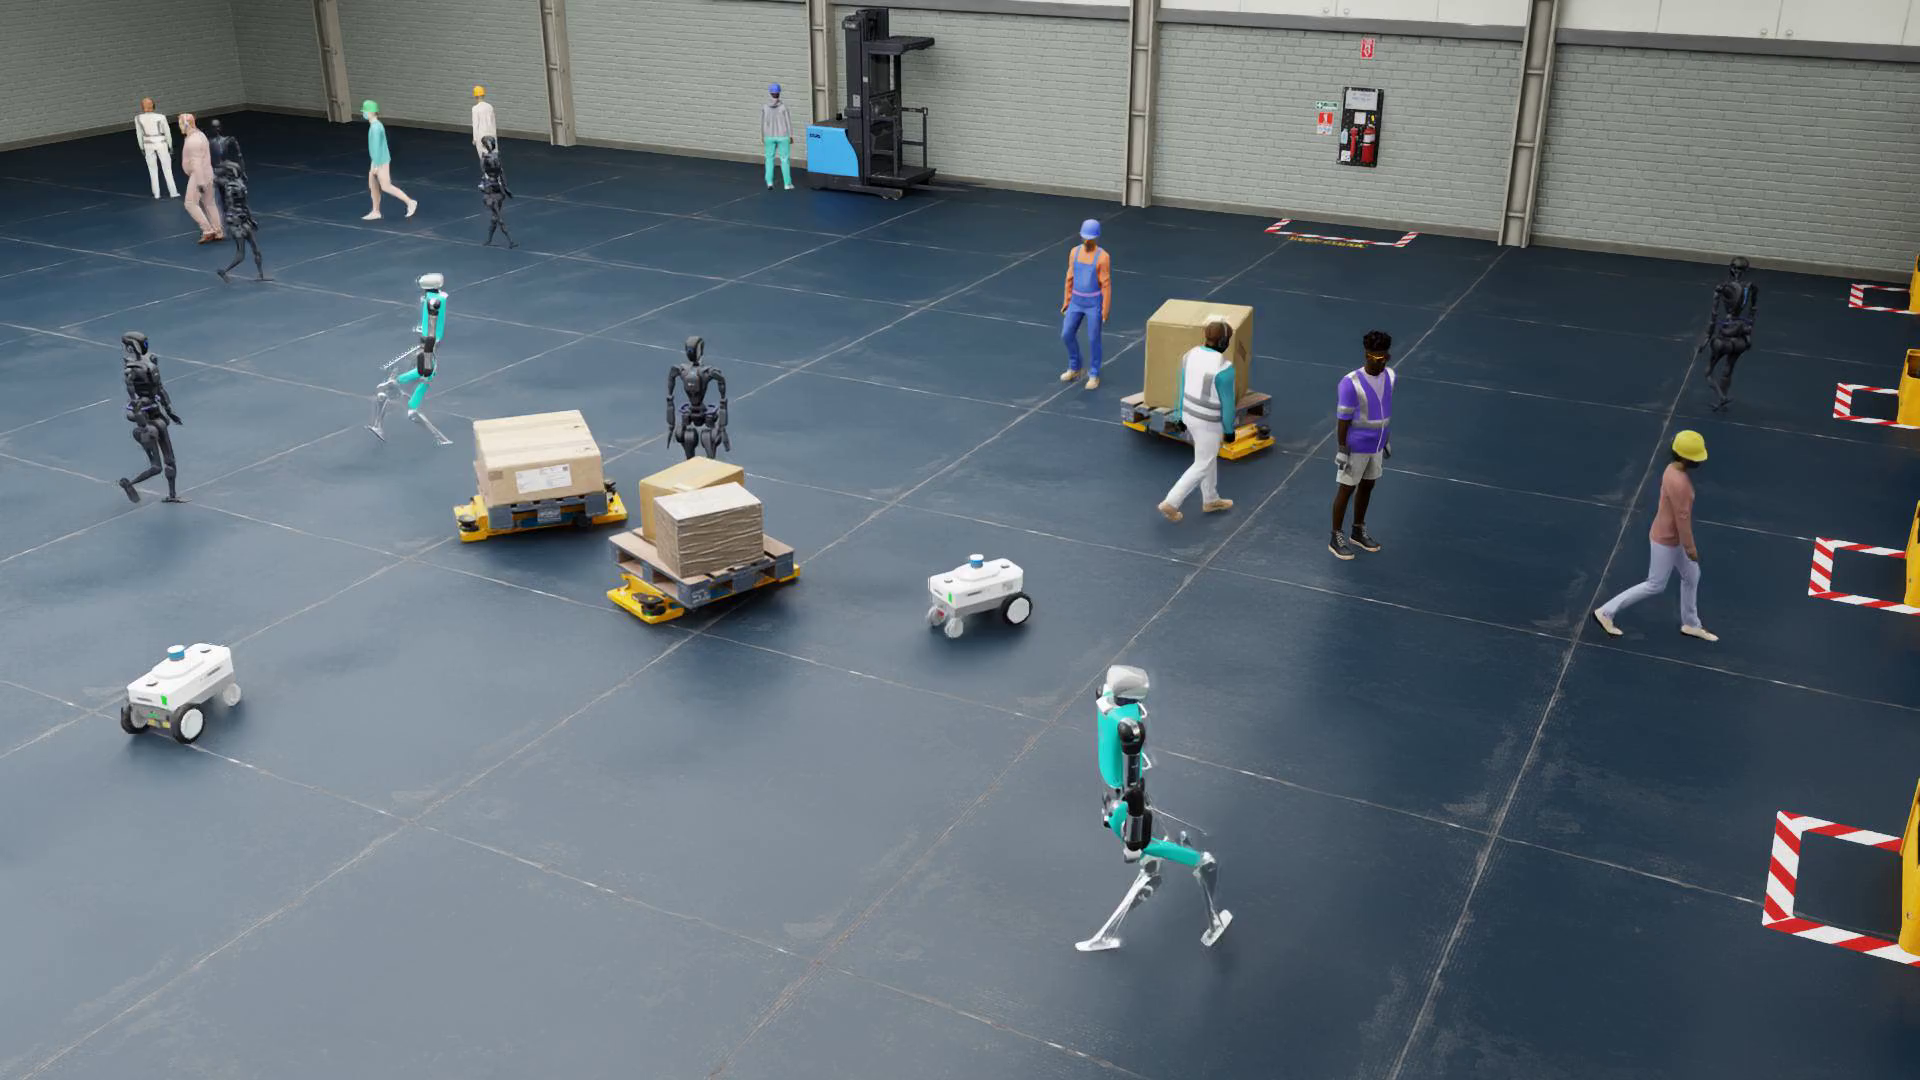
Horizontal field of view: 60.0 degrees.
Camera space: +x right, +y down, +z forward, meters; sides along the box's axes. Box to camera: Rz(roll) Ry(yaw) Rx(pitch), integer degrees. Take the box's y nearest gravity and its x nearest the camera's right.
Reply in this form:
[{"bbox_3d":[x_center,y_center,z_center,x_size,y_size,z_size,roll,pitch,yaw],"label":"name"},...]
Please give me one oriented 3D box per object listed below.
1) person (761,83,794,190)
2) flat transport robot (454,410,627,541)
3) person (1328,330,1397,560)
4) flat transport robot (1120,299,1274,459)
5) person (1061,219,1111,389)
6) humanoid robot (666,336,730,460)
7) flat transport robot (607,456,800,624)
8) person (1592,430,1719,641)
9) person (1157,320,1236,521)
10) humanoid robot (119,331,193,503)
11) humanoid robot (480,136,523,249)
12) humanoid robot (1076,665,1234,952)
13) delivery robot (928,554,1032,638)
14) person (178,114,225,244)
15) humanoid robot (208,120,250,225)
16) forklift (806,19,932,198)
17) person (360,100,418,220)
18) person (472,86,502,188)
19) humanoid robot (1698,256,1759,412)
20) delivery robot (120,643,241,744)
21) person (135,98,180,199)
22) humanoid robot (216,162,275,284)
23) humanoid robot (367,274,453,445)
[{"bbox_3d":[-3.089,-6.798,28.110,0.573,1.769,0.413,2,23,4],"label":"person"},{"bbox_3d":[-3.745,-0.280,14.815,1.431,0.231,0.659,-9,25,-19],"label":"flat transport robot"},{"bbox_3d":[3.382,-0.807,13.894,0.611,1.963,0.362,-15,27,-30],"label":"person"},{"bbox_3d":[2.389,-1.138,16.812,0.659,0.231,1.431,-21,31,-40],"label":"flat transport robot"},{"bbox_3d":[1.371,-2.569,18.088,0.557,1.895,0.432,14,27,29],"label":"person"},{"bbox_3d":[-2.314,-0.996,14.684,0.587,1.650,0.338,3,23,7],"label":"humanoid robot"},{"bbox_3d":[-2.059,0.309,13.443,1.431,0.231,0.659,-19,30,-37],"label":"flat transport robot"},{"bbox_3d":[5.301,-0.034,12.420,0.860,1.699,0.504,10,25,22],"label":"person"},{"bbox_3d":[2.106,-1.032,14.623,0.783,1.808,0.627,-9,25,-20],"label":"person"},{"bbox_3d":[-7.336,-1.101,14.956,0.499,1.645,0.608,1,23,2],"label":"humanoid robot"},{"bbox_3d":[-6.707,-5.059,24.195,0.731,1.632,0.599,6,24,13],"label":"humanoid robot"},{"bbox_3d":[1.154,1.454,8.936,0.961,1.769,0.532,-5,24,-11],"label":"humanoid robot"},{"bbox_3d":[0.139,0.399,12.865,0.785,0.589,0.499,-14,27,-29],"label":"delivery robot"},{"bbox_3d":[-11.228,-5.320,24.507,0.520,1.887,0.648,-4,24,-9],"label":"person"},{"bbox_3d":[-11.225,-5.609,25.453,0.600,1.635,0.663,-9,25,-20],"label":"humanoid robot"},{"bbox_3d":[-1.573,-7.292,27.850,1.873,2.768,1.129,12,26,25],"label":"forklift"},{"bbox_3d":[-8.992,-5.919,25.939,0.806,1.848,0.515,-10,25,-21],"label":"person"},{"bbox_3d":[-8.082,-6.856,28.314,0.327,1.694,0.468,17,28,34],"label":"person"},{"bbox_3d":[8.065,-2.128,17.330,0.593,1.642,0.437,-6,24,-14],"label":"humanoid robot"},{"bbox_3d":[-5.343,1.012,11.434,0.499,0.586,0.782,7,24,16],"label":"delivery robot"},{"bbox_3d":[-13.278,-6.467,27.481,0.521,1.636,0.308,-5,24,-12],"label":"person"},{"bbox_3d":[-9.708,-4.261,22.332,0.666,1.638,0.603,-1,23,-3],"label":"humanoid robot"},{"bbox_3d":[-5.514,-1.727,16.380,1.056,1.758,0.558,-5,24,-11],"label":"humanoid robot"}]
